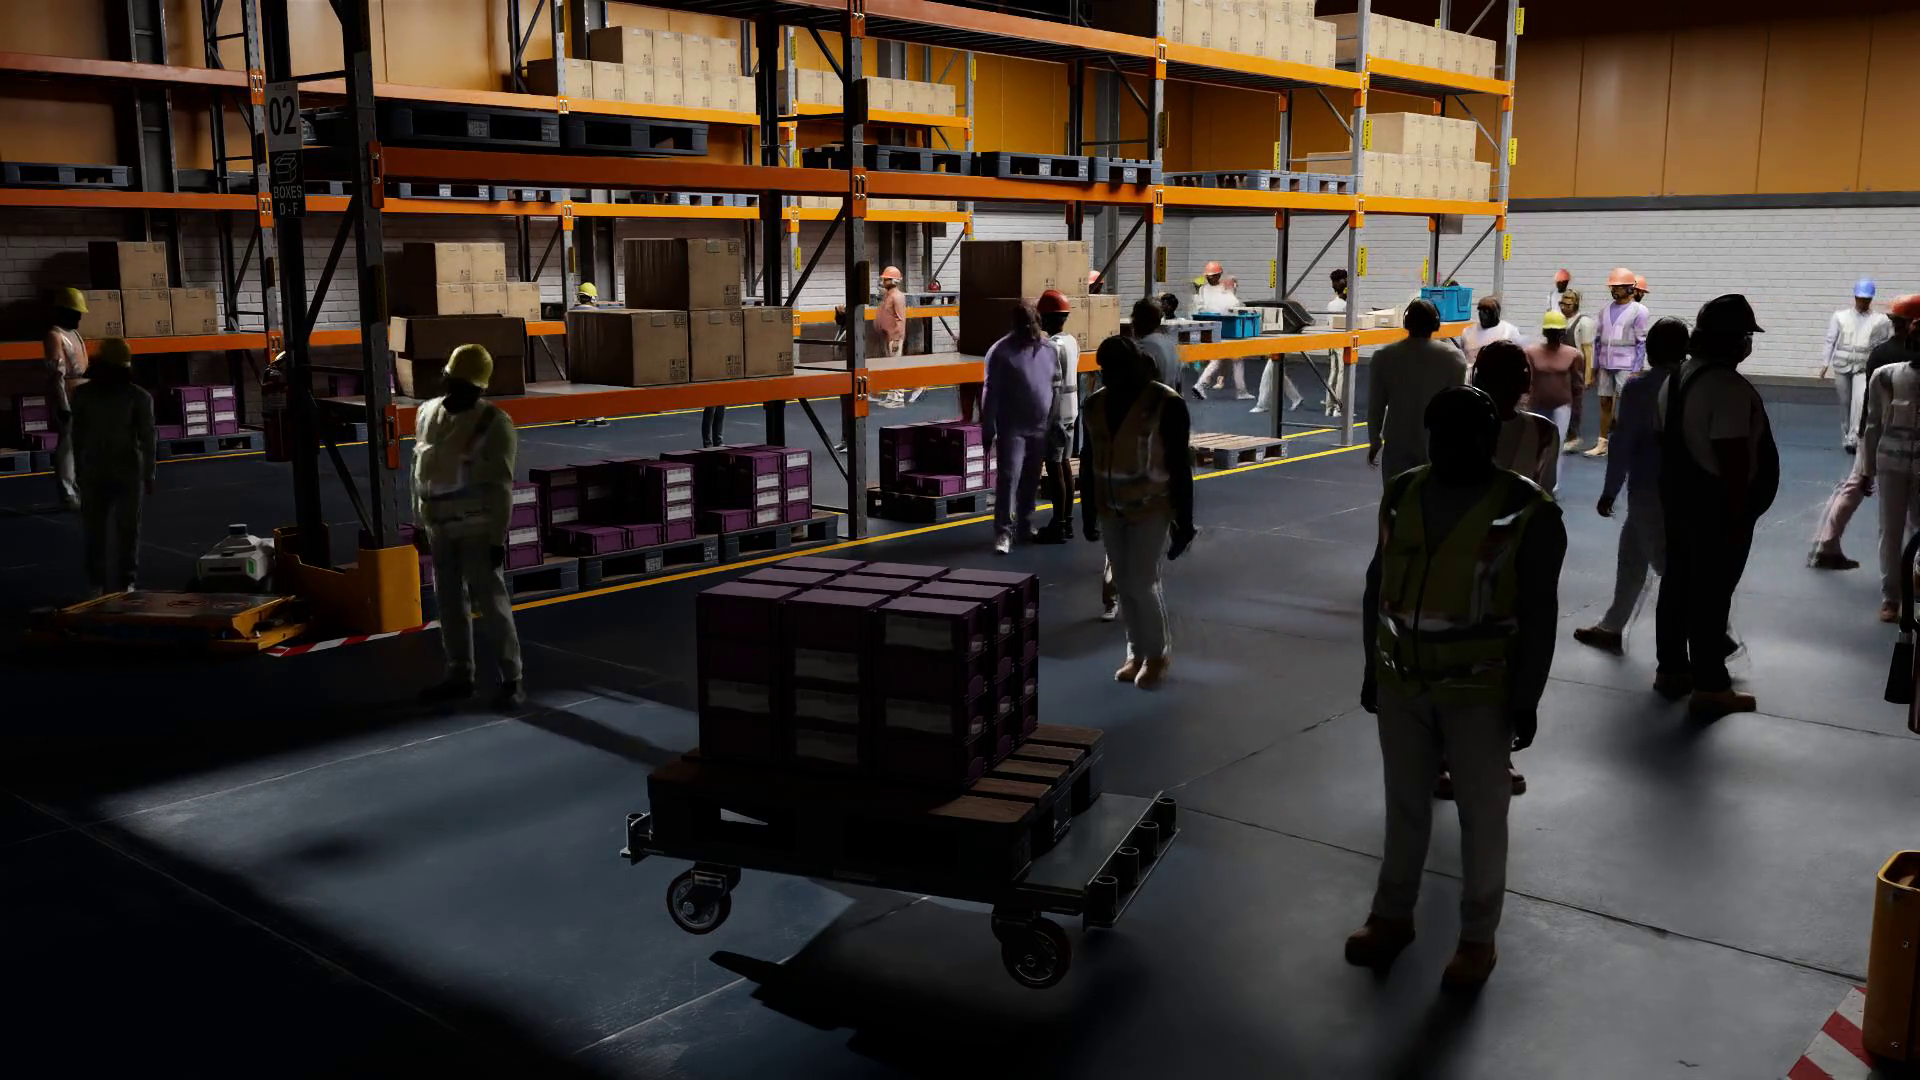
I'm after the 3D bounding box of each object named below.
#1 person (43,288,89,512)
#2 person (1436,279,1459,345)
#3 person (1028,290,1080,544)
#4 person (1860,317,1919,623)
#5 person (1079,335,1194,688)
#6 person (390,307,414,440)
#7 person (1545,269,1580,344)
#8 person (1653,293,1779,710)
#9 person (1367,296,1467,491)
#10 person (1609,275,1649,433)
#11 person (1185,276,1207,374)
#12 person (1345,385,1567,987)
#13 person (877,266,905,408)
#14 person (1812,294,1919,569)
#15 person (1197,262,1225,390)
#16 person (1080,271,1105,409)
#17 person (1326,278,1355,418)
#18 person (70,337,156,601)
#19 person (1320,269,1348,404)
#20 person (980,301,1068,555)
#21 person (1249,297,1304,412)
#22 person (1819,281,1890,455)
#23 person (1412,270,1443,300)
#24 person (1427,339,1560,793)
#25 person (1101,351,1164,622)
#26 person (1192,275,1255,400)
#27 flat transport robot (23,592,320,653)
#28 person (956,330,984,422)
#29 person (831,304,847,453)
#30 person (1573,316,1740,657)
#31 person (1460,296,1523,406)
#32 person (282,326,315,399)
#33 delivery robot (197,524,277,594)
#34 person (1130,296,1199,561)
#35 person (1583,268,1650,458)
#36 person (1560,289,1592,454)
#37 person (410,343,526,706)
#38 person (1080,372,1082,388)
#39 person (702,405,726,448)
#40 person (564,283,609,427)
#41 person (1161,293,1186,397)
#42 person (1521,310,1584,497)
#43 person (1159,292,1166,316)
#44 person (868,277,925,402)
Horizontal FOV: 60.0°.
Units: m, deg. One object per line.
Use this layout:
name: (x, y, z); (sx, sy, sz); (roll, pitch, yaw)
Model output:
person: (-7.639, -1.205, 14.324); (0.393, 1.914, 0.591); (-2, 10, -12)
person: (6.580, -2.643, 22.743); (0.507, 1.832, 0.564); (2, 10, 9)
person: (0.714, -0.938, 12.740); (0.359, 1.939, 0.542); (4, 11, 21)
person: (5.807, -0.439, 10.116); (0.577, 1.868, 0.568); (7, 12, 33)
person: (0.894, -0.140, 8.557); (0.642, 1.815, 0.467); (10, 14, 43)
person: (-5.612, -1.547, 16.969); (0.794, 1.666, 0.537); (1, 10, 4)
person: (9.453, -3.292, 26.174); (0.548, 1.921, 0.441); (9, 13, 42)
person: (3.757, -0.200, 8.244); (0.537, 2.000, 0.678); (-1, 10, -4)
person: (3.013, -0.633, 11.003); (0.635, 1.937, 0.352); (4, 11, 22)
person: (8.087, -2.229, 20.124); (0.388, 1.925, 0.548); (-4, 11, -20)
person: (4.256, -3.839, 29.778); (0.422, 1.753, 0.552); (1, 10, 5)
person: (1.509, 0.443, 5.151); (0.622, 1.845, 0.429); (9, 14, 43)
person: (-0.959, -2.866, 23.551); (0.372, 1.997, 0.620); (-3, 10, -16)
person: (6.524, -0.732, 11.563); (1.030, 1.940, 0.609); (0, 10, -1)
person: (4.033, -3.408, 26.532); (0.615, 2.031, 0.397); (8, 13, 38)
person: (1.885, -2.779, 23.222); (0.371, 1.939, 0.543); (-9, 13, -40)
person: (5.080, -2.563, 22.243); (0.367, 1.856, 0.585); (-3, 10, -17)
person: (-5.340, -0.436, 10.539); (0.516, 1.692, 0.531); (-3, 10, -14)
person: (5.431, -2.889, 23.789); (0.372, 1.959, 0.603); (-1, 10, -7)
person: (0.451, -0.839, 12.419); (0.751, 1.865, 0.637); (-7, 12, -34)
person: (4.400, -2.556, 22.922); (0.811, 1.604, 0.522); (-3, 10, -15)
person: (9.866, -1.904, 18.364); (0.623, 1.895, 0.992); (7, 12, 35)
person: (7.140, -3.196, 25.589); (0.623, 1.951, 1.020); (-5, 11, -25)
person: (2.192, 0.114, 6.906); (0.575, 1.882, 0.359); (-1, 10, -7)
person: (1.066, -0.319, 10.058); (0.511, 1.644, 0.307); (0, 10, 2)
person: (3.921, -2.998, 24.709); (0.918, 1.864, 0.627); (-6, 11, -29)
flat transport robot: (-4.512, 0.456, 9.545); (1.431, 0.197, 0.652); (2, 10, 9)
person: (0.107, -1.634, 17.250); (0.530, 1.743, 0.665); (10, 14, 44)
person: (-1.249, -1.781, 18.382); (0.314, 1.641, 0.515); (-3, 10, -18)
person: (3.876, -0.265, 9.056); (0.631, 1.895, 0.995); (-6, 12, -33)
person: (5.150, -1.485, 16.250); (0.931, 1.806, 0.637); (-9, 14, -43)
person: (-7.108, -1.669, 17.865); (0.464, 1.592, 0.534); (0, 10, 2)
delivery robot: (-4.431, 0.144, 10.246); (0.477, 0.478, 0.707); (-2, 10, -9)
person: (1.389, -0.763, 11.798); (0.622, 1.919, 0.639); (6, 12, 31)
person: (6.992, -1.864, 17.712); (0.379, 2.045, 0.605); (-6, 12, -32)
person: (6.627, -1.817, 18.091); (0.454, 1.812, 0.631); (-3, 10, -16)
person: (-2.434, -0.060, 8.166); (0.667, 1.795, 0.406); (6, 11, 29)
person: (1.747, -3.301, 26.288); (0.624, 1.904, 0.440); (-4, 11, -19)
person: (-2.602, -1.682, 17.841); (0.279, 1.634, 0.498); (5, 11, 24)
person: (-4.692, -2.330, 21.007); (0.580, 1.823, 0.403); (3, 10, 17)
person: (2.606, -2.231, 20.788); (0.536, 1.697, 0.318); (6, 12, 32)
person: (5.223, -1.169, 14.698); (0.517, 1.709, 0.938); (5, 11, 26)
person: (2.845, -2.697, 23.621); (0.278, 1.634, 0.497); (-2, 10, -9)
person: (-0.995, -2.924, 24.277); (0.919, 1.868, 0.637); (-2, 10, -10)
